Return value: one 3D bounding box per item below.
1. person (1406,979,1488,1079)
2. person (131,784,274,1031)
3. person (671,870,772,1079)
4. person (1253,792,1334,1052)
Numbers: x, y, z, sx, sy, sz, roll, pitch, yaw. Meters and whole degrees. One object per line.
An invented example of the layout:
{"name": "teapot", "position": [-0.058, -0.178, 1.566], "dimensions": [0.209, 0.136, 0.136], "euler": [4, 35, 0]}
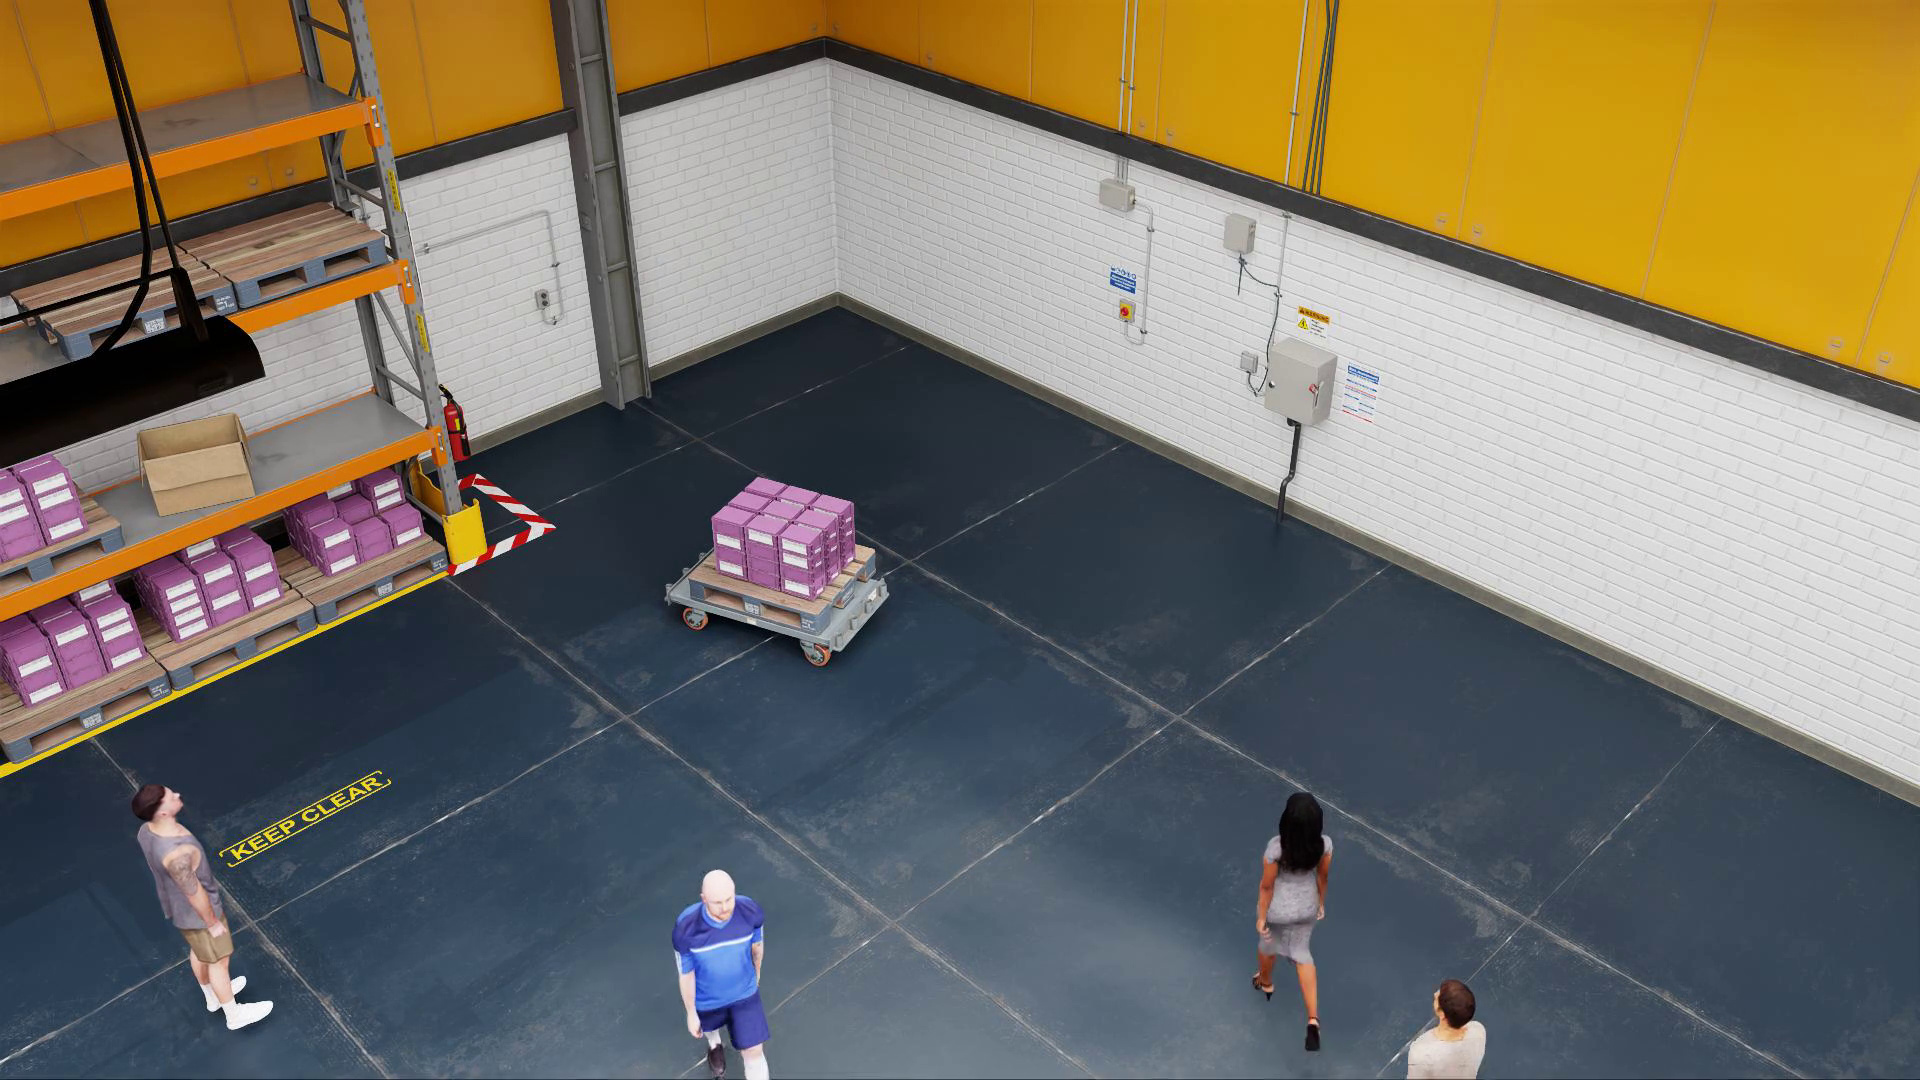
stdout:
{"name": "person", "position": [2.510, 3.030, 8.605], "dimensions": [1.088, 1.838, 0.994], "euler": [-12, 36, -18]}
{"name": "person", "position": [-4.501, 2.132, 9.769], "dimensions": [0.636, 1.849, 0.581], "euler": [26, 42, 34]}
{"name": "person", "position": [-1.377, 2.508, 9.446], "dimensions": [1.233, 1.777, 1.092], "euler": [-11, 35, -15]}
{"name": "person", "position": [1.984, 2.269, 9.821], "dimensions": [1.043, 1.759, 1.010], "euler": [-6, 34, -9]}
